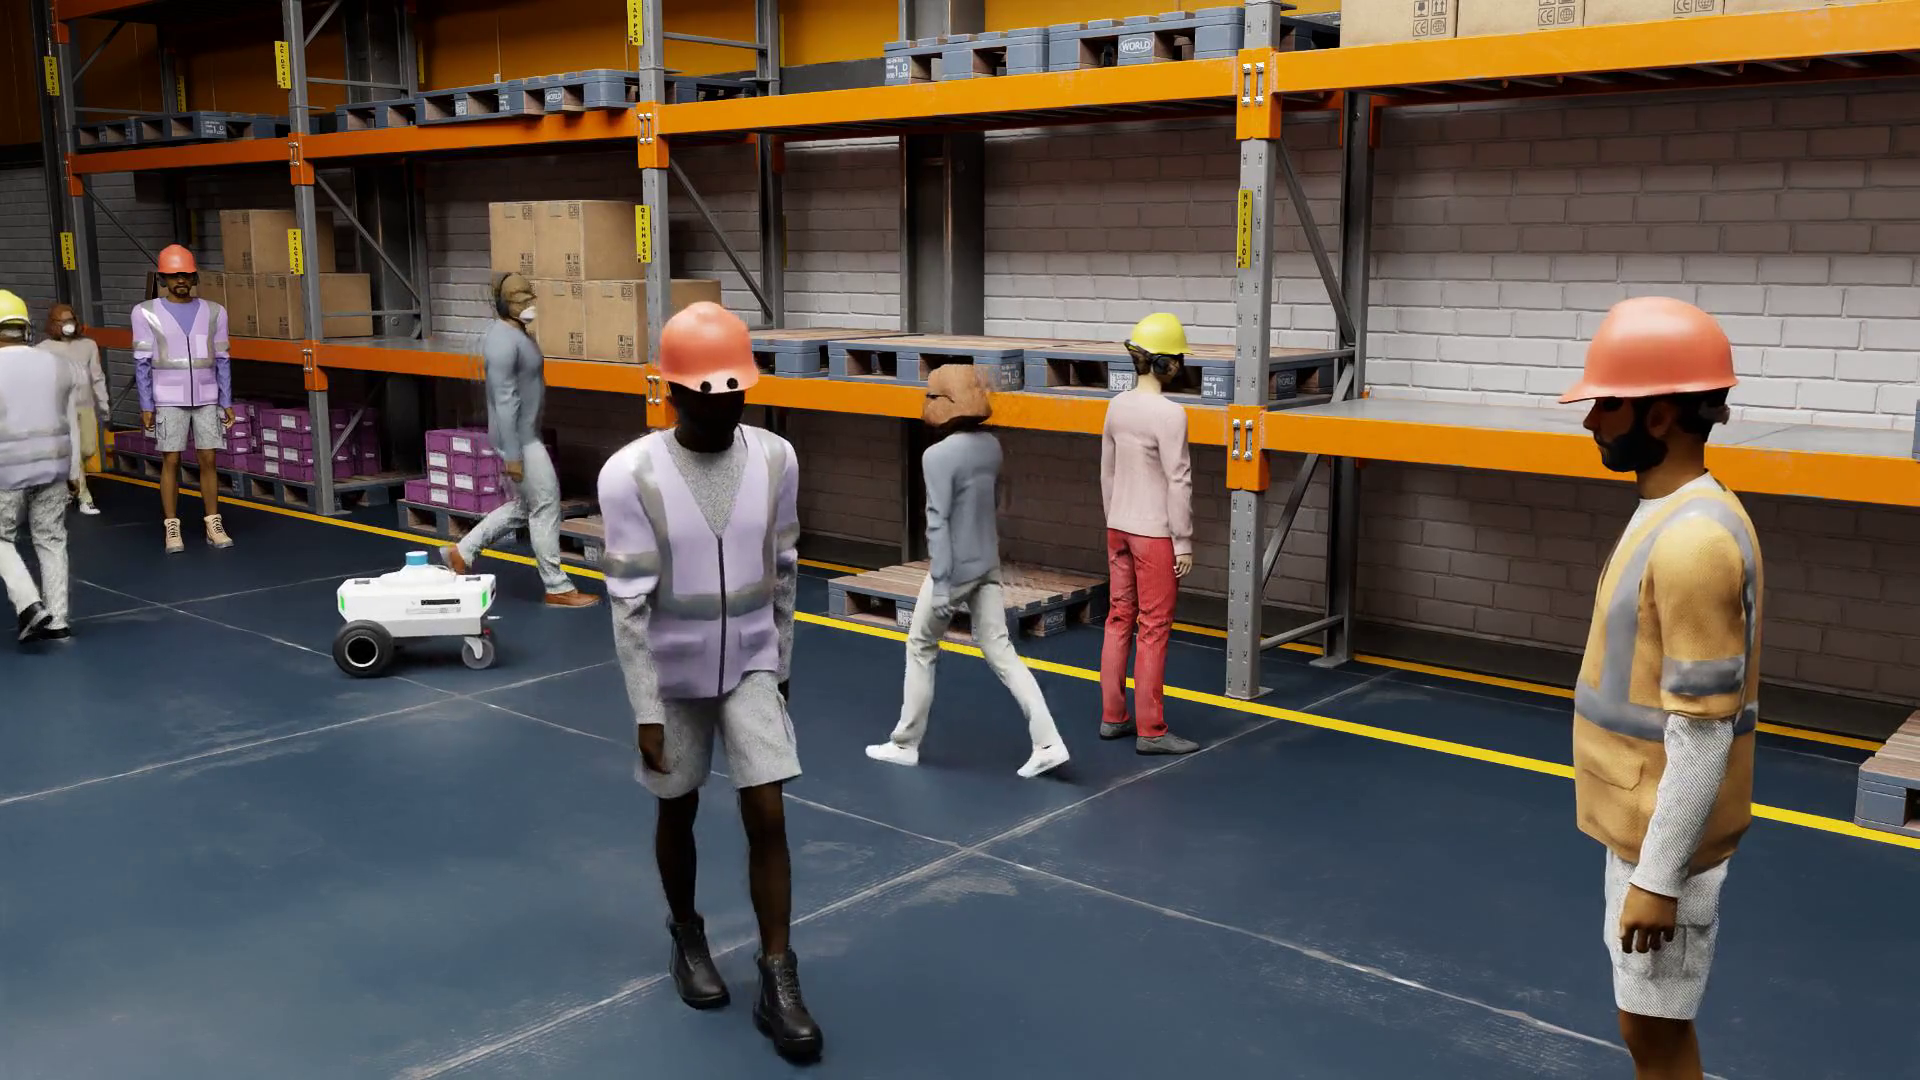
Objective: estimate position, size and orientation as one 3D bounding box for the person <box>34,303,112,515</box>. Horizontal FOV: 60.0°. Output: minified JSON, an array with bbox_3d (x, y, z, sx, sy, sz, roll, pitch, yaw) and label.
[{"bbox_3d":[-6.863,-1.016,12.802,0.717,1.613,0.505,6,12,31],"label":"person"}]

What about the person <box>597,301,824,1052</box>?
[{"bbox_3d":[-0.617,0.354,4.193,0.546,1.887,0.812,-5,11,-26],"label":"person"}]

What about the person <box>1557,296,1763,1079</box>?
[{"bbox_3d":[1.279,0.517,3.139,0.377,1.932,0.552,3,11,19],"label":"person"}]

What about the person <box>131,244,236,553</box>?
[{"bbox_3d":[-5.162,-0.939,11.119,0.607,2.044,0.375,-8,13,-39],"label":"person"}]

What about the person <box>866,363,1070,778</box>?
[{"bbox_3d":[0.049,0.124,6.356,0.846,1.595,0.516,7,12,34],"label":"person"}]

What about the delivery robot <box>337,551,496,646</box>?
[{"bbox_3d":[-2.613,0.299,8.041,0.707,0.478,0.477,-2,10,-9],"label":"delivery robot"}]

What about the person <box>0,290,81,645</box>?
[{"bbox_3d":[-4.720,-0.343,8.388,0.421,1.819,0.600,7,12,36],"label":"person"}]

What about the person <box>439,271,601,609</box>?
[{"bbox_3d":[-2.498,-0.535,9.248,0.849,1.901,0.654,-1,10,-6],"label":"person"}]

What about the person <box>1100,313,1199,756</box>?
[{"bbox_3d":[0.772,-0.024,6.699,0.325,1.767,0.533,-5,11,-28],"label":"person"}]
